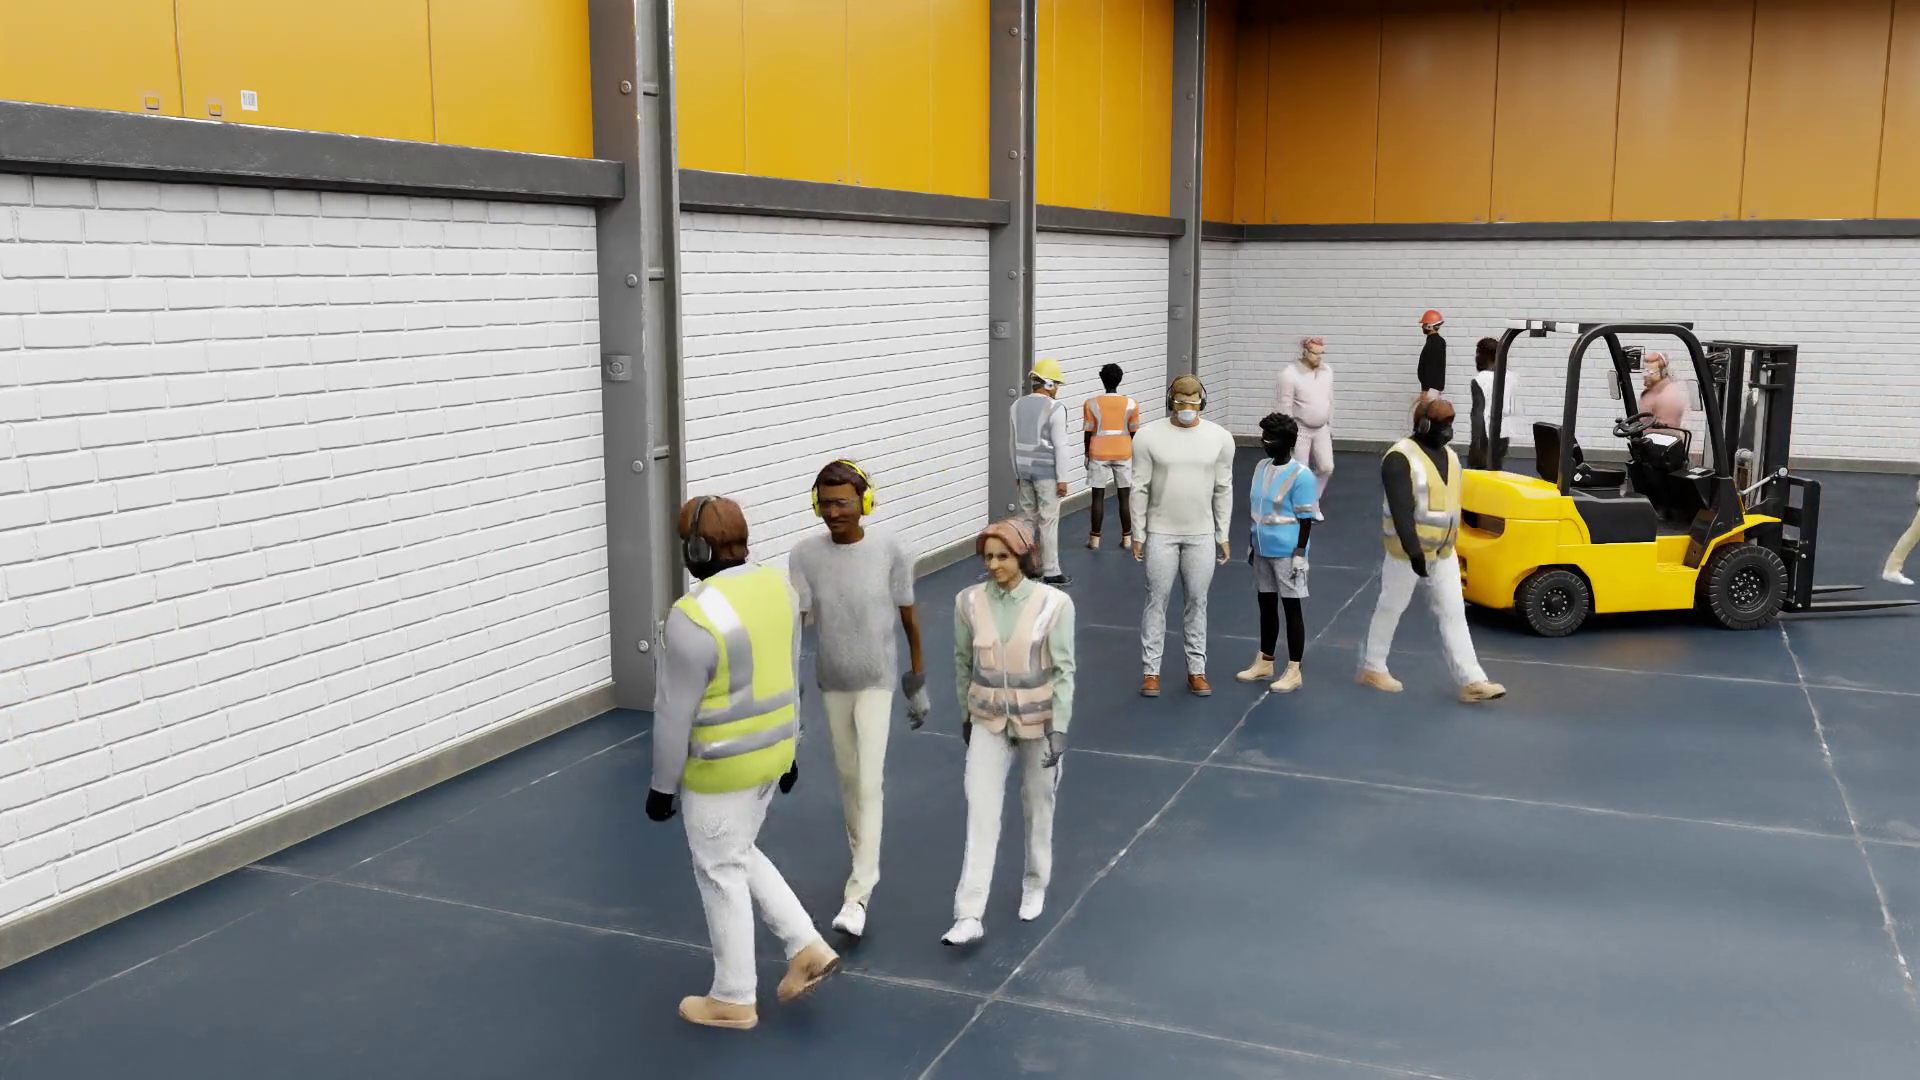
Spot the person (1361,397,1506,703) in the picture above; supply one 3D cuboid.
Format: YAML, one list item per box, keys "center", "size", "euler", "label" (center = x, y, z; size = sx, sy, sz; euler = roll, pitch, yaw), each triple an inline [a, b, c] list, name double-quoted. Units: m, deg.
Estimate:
- center: [2.766, 0.066, 9.805]
  size: [0.635, 1.794, 0.934]
  euler: [-6, 11, -32]
  label: "person"

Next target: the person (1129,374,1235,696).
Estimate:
- center: [1.319, -0.026, 9.923]
  size: [0.628, 1.935, 0.373]
  euler: [0, 9, -1]
  label: "person"

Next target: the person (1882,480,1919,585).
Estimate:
- center: [7.797, -0.381, 13.156]
  size: [0.561, 1.564, 0.888]
  euler: [-9, 13, -44]
  label: "person"

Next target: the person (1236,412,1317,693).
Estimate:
- center: [1.924, 0.071, 10.065]
  size: [0.320, 1.692, 0.531]
  euler: [-5, 11, -28]
  label: "person"

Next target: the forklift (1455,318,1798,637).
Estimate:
- center: [4.706, -0.497, 11.990]
  size: [2.313, 2.155, 1.214]
  euler: [-2, 10, -10]
  label: "forklift"

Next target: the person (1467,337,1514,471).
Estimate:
- center: [5.036, -0.949, 15.624]
  size: [0.599, 1.904, 0.724]
  euler: [-8, 12, -40]
  label: "person"

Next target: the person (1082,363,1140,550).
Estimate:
- center: [1.366, -0.752, 15.065]
  size: [0.531, 1.691, 0.321]
  euler: [-1, 9, -5]
  label: "person"

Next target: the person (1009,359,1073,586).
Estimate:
- center: [0.659, -0.538, 13.369]
  size: [0.404, 1.819, 0.591]
  euler: [-8, 12, -41]
  label: "person"

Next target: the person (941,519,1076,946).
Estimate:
- center: [0.178, 0.737, 6.285]
  size: [0.517, 1.604, 0.810]
  euler: [3, 10, 18]
  label: "person"

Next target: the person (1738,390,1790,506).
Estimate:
- center: [6.633, -0.594, 13.722]
  size: [0.591, 1.813, 0.542]
  euler: [-3, 10, -18]
  label: "person"

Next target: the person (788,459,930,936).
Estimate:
- center: [-0.433, 0.601, 6.442]
  size: [0.533, 1.823, 0.934]
  euler: [2, 10, 13]
  label: "person"

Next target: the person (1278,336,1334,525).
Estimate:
- center: [3.440, -1.075, 16.450]
  size: [0.682, 1.879, 0.434]
  euler: [-4, 10, -25]
  label: "person"

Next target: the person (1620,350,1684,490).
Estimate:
- center: [5.777, -0.652, 13.909]
  size: [0.439, 1.874, 0.678]
  euler: [1, 9, 6]
  label: "person"

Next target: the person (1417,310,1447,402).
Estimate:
- center: [6.106, -1.983, 21.595]
  size: [0.378, 1.996, 0.610]
  euler: [5, 11, 29]
  label: "person"

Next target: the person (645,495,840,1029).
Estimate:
- center: [-0.749, 0.756, 5.541]
  size: [0.480, 1.824, 0.628]
  euler: [4, 10, 23]
  label: "person"
